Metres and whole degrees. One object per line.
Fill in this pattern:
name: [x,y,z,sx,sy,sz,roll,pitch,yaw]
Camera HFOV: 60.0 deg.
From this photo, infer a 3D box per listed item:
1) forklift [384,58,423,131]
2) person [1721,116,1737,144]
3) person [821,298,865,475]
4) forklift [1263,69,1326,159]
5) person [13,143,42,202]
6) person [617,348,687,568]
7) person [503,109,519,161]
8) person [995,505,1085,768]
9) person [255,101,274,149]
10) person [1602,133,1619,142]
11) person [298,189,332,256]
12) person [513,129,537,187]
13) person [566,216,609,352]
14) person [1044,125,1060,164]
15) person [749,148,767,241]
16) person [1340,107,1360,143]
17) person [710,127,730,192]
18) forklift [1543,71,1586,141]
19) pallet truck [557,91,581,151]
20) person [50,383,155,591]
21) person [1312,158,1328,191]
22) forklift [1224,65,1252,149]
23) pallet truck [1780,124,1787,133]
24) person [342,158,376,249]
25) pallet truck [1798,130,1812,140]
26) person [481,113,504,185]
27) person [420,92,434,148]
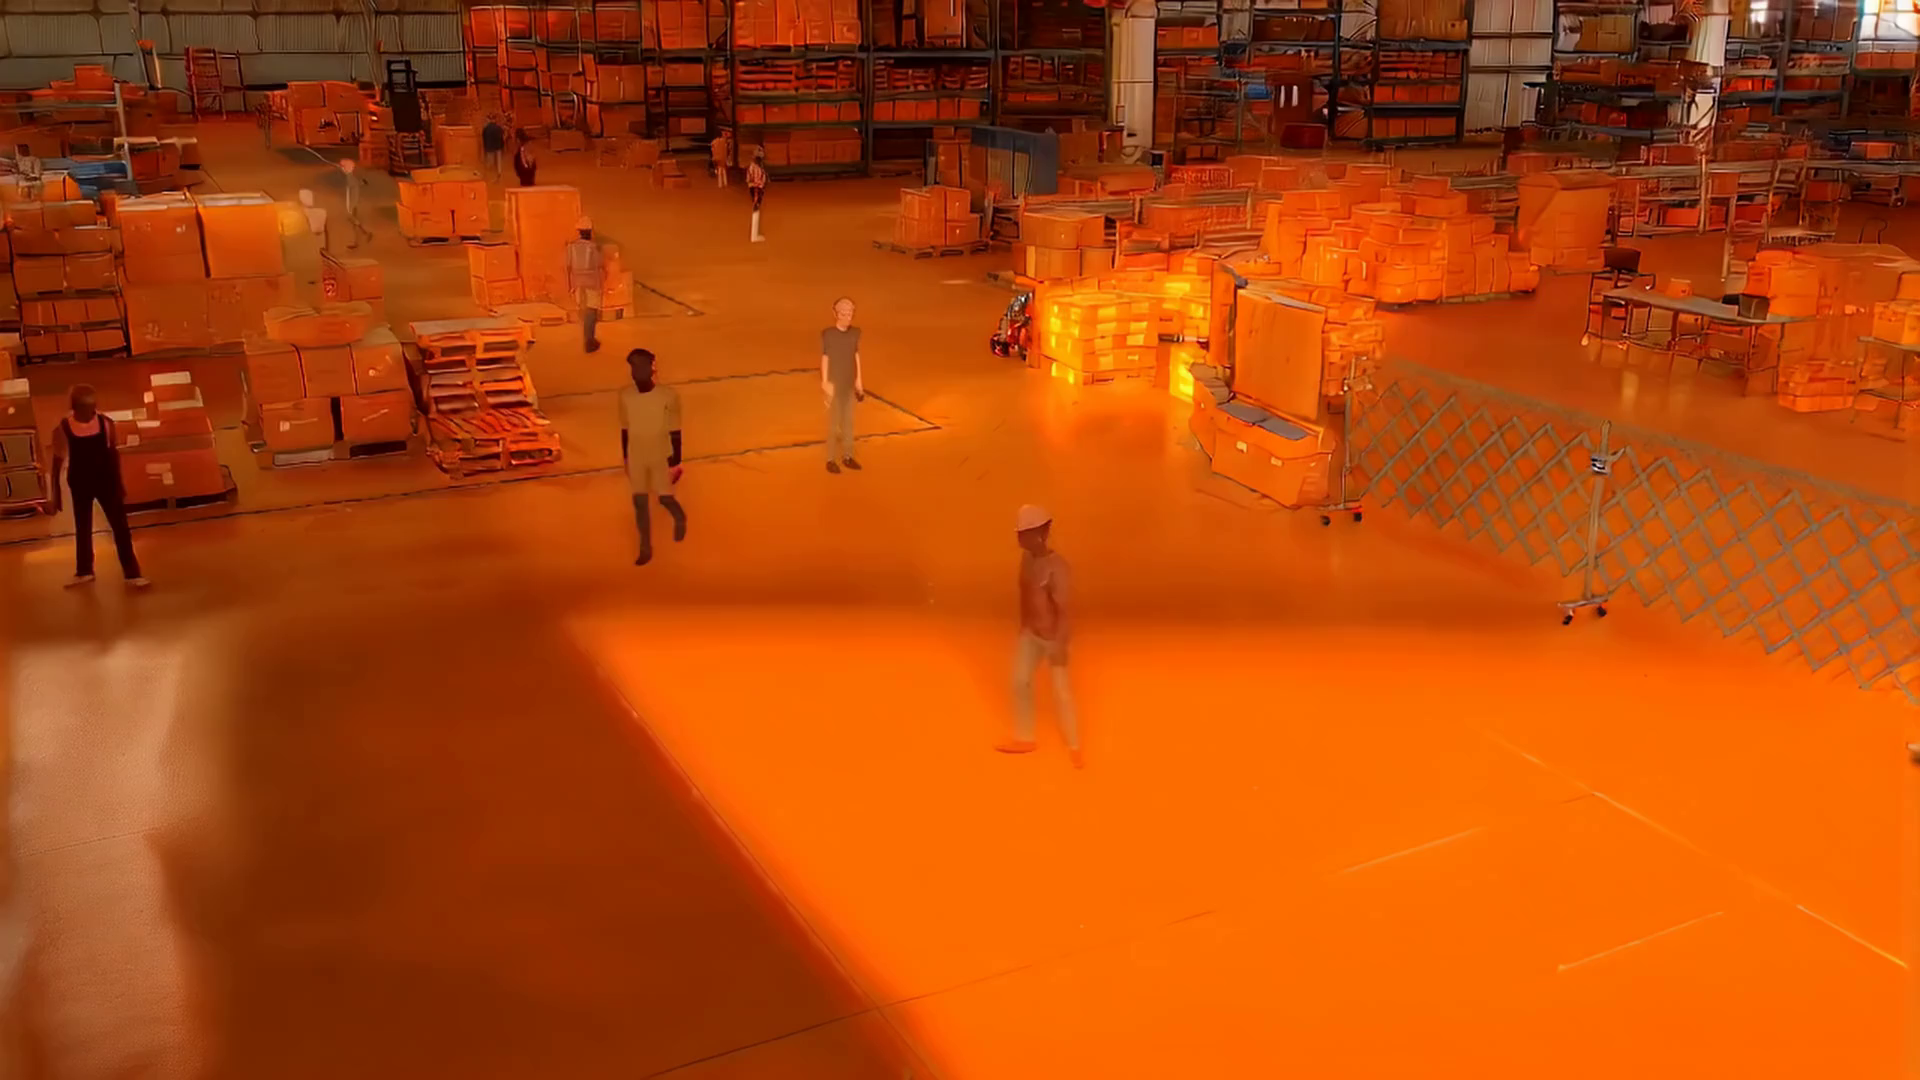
forklift: [-22.207,-17.693,65.995,1.129,2.768,1.873,-9,20,-27]
person: [22.348,-11.474,48.437,0.433,1.736,0.550,8,19,24]
person: [-1.232,-1.624,17.534,0.534,1.864,0.309,-14,23,-37]
forklift: [10.988,-13.908,54.192,1.129,2.768,1.873,-9,20,-26]
person: [-20.754,-7.906,37.110,0.572,1.876,0.355,0,18,-1]
person: [-2.702,-0.761,14.715,0.626,1.948,0.751,5,18,15]
person: [-14.314,-12.932,53.170,0.365,1.623,0.531,17,24,42]
person: [0.531,0.616,10.757,0.545,1.722,0.621,-10,20,-28]
person: [-24.201,-14.437,57.877,0.513,1.618,0.636,-14,22,-37]
person: [20.245,-12.497,51.720,0.537,1.675,0.577,12,21,33]
person: [-10.714,-4.847,27.523,0.485,1.901,0.600,8,20,24]
person: [-10.353,-8.851,39.782,1.031,2.000,0.694,-8,19,-23]
person: [-5.301,-3.670,23.828,0.567,1.915,0.592,4,18,13]
person: [2.272,-9.896,43.413,0.629,1.811,0.599,-12,21,-32]
person: [-4.240,-7.274,35.057,0.397,1.929,0.541,-2,18,-7]
person: [13.916,-14.920,58.938,0.897,1.906,0.547,-9,20,-26]
person: [-6.435,-10.186,44.513,0.542,1.677,0.540,-6,19,-19]
forklift: [18.685,-13.231,52.085,1.873,2.768,1.129,-9,20,-26]
pallet truck: [-13.495,-14.412,57.188,0.823,1.965,1.885,-3,18,-9]
person: [-7.300,-0.430,13.939,0.586,1.805,0.663,-14,23,-37]
person: [7.841,-7.470,36.139,0.345,1.618,0.533,-9,20,-25]
forklift: [9.626,-14.984,57.548,1.129,2.768,1.873,-9,20,-27]
pallet truck: [25.206,-12.542,52.601,1.601,1.201,0.680,0,18,-2]
person: [-12.221,-6.797,33.704,0.645,1.847,0.521,3,18,9]
pallet truck: [25.526,-11.556,49.408,1.630,1.274,0.653,-9,20,-26]
person: [-12.983,-10.882,46.281,0.634,1.946,1.046,-11,21,-30]
person: [-18.703,-14.746,58.375,0.588,1.911,0.396,15,23,38]
